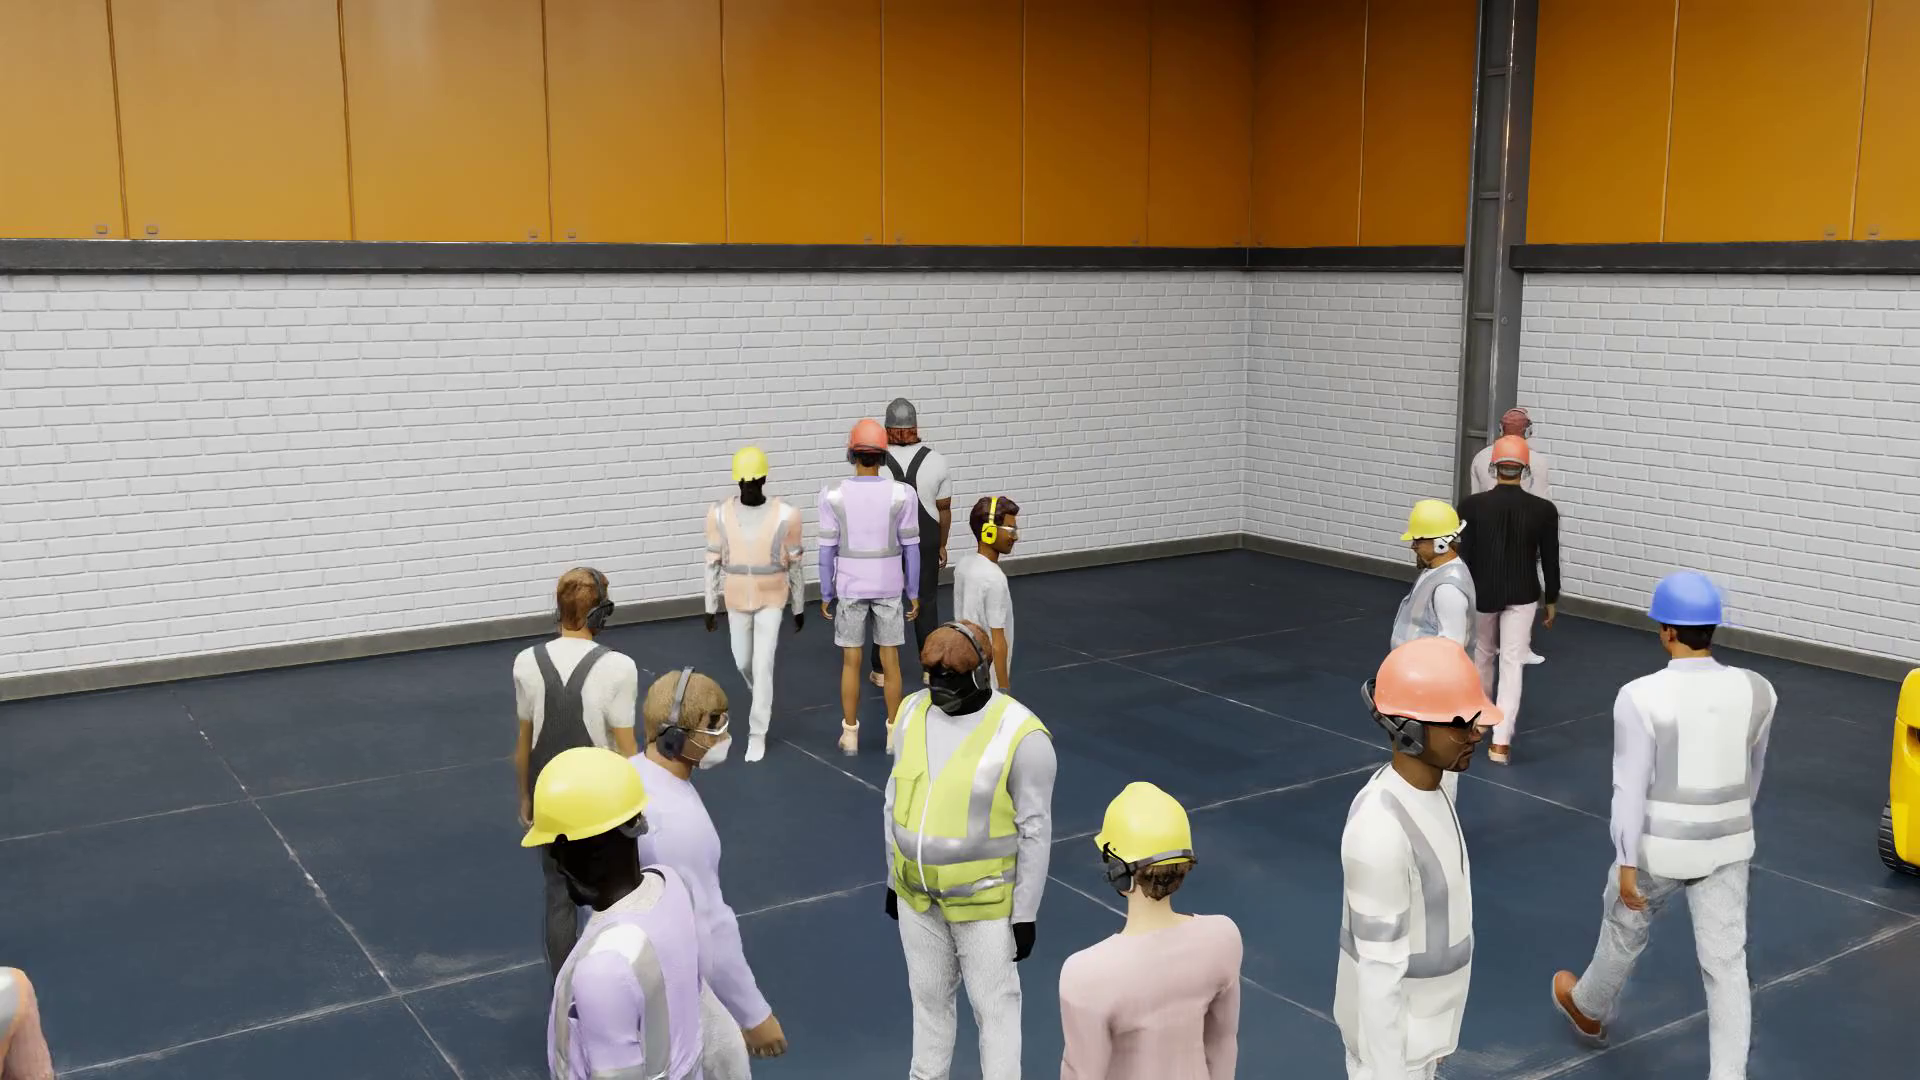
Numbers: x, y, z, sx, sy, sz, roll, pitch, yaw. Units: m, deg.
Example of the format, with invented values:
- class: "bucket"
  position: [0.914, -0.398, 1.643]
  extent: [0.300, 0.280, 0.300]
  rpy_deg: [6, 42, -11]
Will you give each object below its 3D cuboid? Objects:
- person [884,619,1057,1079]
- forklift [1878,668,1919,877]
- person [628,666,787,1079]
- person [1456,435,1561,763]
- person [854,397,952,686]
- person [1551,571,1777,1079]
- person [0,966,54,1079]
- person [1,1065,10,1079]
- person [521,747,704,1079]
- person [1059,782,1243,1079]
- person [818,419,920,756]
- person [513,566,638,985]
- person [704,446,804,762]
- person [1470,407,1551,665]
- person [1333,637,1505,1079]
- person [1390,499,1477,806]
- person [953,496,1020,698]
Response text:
- class: "person"
  position: [-0.005, 1.161, 5.435]
  extent: [0.621, 1.838, 0.429]
  rpy_deg: [7, 11, 34]
- class: "forklift"
  position: [5.511, 0.571, 7.906]
  extent: [2.313, 2.155, 1.214]
  rpy_deg: [-6, 11, -33]
- class: "person"
  position: [-0.761, 1.272, 4.679]
  extent: [1.026, 1.872, 0.617]
  rpy_deg: [-2, 10, -14]
- class: "person"
  position: [3.329, 0.328, 10.153]
  extent: [0.637, 1.934, 1.049]
  rpy_deg: [3, 10, 16]
- class: "person"
  position: [-0.411, 0.012, 11.737]
  extent: [0.682, 2.000, 0.537]
  rpy_deg: [-1, 10, -8]
- class: "person"
  position: [2.546, 1.044, 5.945]
  extent: [0.617, 1.891, 1.005]
  rpy_deg: [-1, 9, -6]
- class: "person"
  position: [-2.280, 1.544, 3.747]
  extent: [0.541, 1.615, 0.614]
  rpy_deg: [-9, 13, -44]
- class: "person"
  position: [-2.360, 1.394, 3.948]
  extent: [0.951, 1.857, 0.653]
  rpy_deg: [-3, 10, -18]
- class: "person"
  position: [-0.768, 1.397, 3.761]
  extent: [0.380, 1.917, 0.585]
  rpy_deg: [0, 9, 2]
- class: "person"
  position: [0.433, 1.440, 3.957]
  extent: [0.524, 1.769, 0.314]
  rpy_deg: [-6, 11, -32]
- class: "person"
  position: [-0.547, 0.289, 10.055]
  extent: [0.615, 2.043, 0.372]
  rpy_deg: [-1, 9, -3]
- class: "person"
  position: [-1.471, 1.009, 6.394]
  extent: [0.537, 1.830, 0.414]
  rpy_deg: [1, 9, 6]
- class: "person"
  position: [-1.250, 0.343, 10.238]
  extent: [0.601, 1.893, 0.868]
  rpy_deg: [1, 9, 6]
- class: "person"
  position: [4.109, -0.028, 12.367]
  extent: [0.407, 1.913, 0.641]
  rpy_deg: [-8, 12, -38]
- class: "person"
  position: [1.160, 1.249, 4.275]
  extent: [0.377, 2.045, 0.605]
  rpy_deg: [4, 10, 24]
- class: "person"
  position: [2.330, 0.702, 8.229]
  extent: [0.403, 1.825, 0.586]
  rpy_deg: [2, 10, 11]
- class: "person"
  position: [0.129, 0.713, 8.051]
  extent: [0.327, 1.863, 0.514]
  rpy_deg: [-4, 10, -23]
